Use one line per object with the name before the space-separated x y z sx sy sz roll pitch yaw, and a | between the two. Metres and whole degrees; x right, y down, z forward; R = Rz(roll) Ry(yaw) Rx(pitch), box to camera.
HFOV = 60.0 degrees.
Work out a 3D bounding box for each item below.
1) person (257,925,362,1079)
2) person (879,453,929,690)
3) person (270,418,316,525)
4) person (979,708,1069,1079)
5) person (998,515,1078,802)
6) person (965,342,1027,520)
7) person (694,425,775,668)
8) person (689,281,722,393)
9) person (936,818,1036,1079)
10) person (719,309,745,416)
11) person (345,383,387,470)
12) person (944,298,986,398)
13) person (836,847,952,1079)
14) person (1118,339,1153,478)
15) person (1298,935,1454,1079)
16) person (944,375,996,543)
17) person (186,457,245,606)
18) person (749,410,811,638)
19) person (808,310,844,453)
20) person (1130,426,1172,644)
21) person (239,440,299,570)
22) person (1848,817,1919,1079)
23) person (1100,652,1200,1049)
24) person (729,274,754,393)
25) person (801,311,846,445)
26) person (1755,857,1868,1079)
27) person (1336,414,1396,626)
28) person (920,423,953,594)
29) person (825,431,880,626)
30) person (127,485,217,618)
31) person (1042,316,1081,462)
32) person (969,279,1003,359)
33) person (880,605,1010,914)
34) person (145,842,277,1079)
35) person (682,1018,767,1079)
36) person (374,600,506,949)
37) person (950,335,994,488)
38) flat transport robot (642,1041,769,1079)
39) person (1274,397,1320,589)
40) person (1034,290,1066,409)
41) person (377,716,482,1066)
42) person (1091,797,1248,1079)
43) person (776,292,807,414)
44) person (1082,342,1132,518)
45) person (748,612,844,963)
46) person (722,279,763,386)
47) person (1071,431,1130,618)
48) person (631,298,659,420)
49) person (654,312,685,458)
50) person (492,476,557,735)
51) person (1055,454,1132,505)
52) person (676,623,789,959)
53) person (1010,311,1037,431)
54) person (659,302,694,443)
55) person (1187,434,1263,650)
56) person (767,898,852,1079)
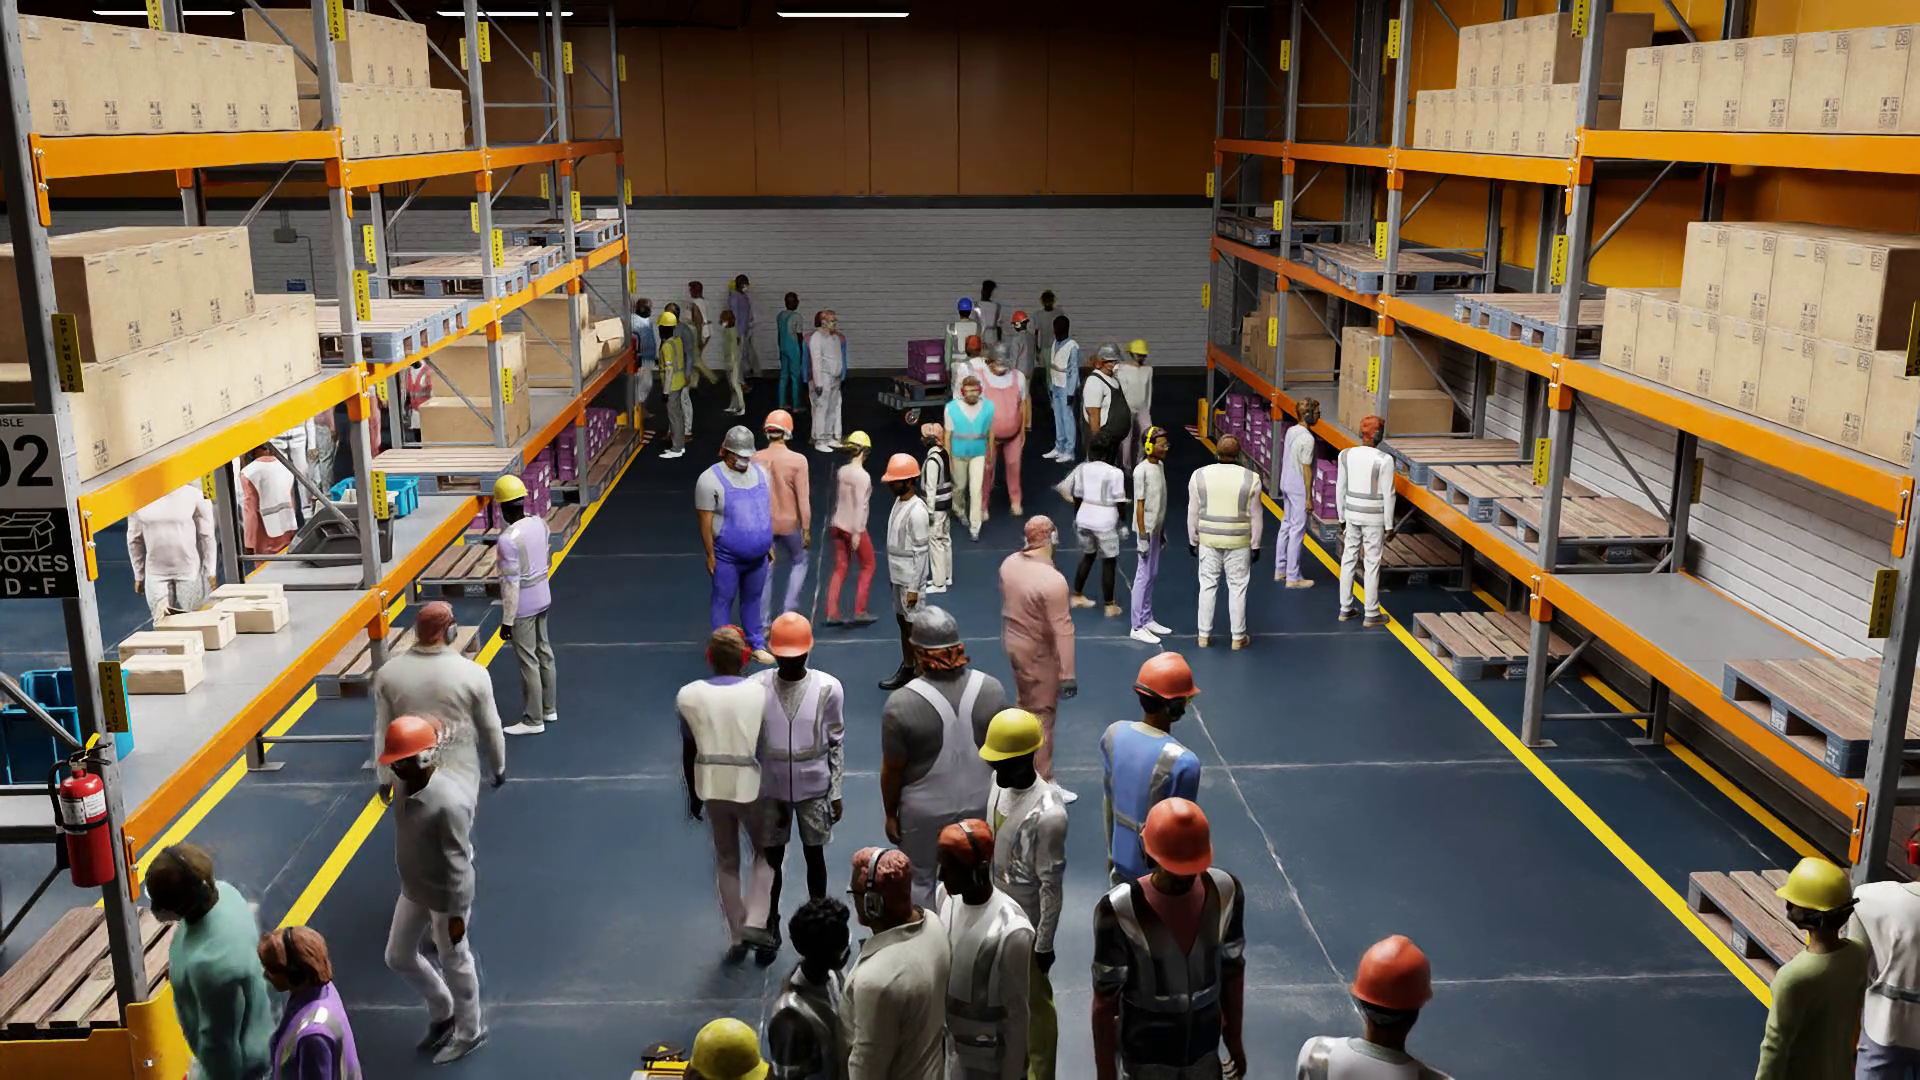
person | -2.326 2.158 6.068 0.319 1.631 0.524 -6 16 -23
person | -0.425 0.280 12.827 0.356 1.938 0.544 -5 15 -20
person | -7.317 -1.025 18.086 0.572 1.877 0.362 -7 16 -24
person | 0.263 1.659 7.459 0.394 1.918 0.585 -6 16 -24
person | 0.532 0.777 10.980 0.392 1.891 0.786 -7 16 -27
person | 0.416 -1.238 18.577 0.722 2.000 0.537 -3 15 -13
person | -1.762 0.059 13.487 0.676 2.000 0.536 -13 19 -41
person | -4.253 -3.293 27.096 0.806 1.812 0.620 3 15 11
person | 0.061 1.949 6.401 0.374 1.879 0.586 -9 17 -31
person | -3.481 -2.691 25.142 0.319 1.613 0.611 -6 15 -21
person | -7.572 -1.869 21.176 0.621 1.986 0.409 4 15 14
person | 0.070 -2.438 23.472 0.605 1.948 0.405 -2 14 -9
person | -0.260 2.021 6.090 0.401 1.894 0.653 4 15 17
person | 2.178 -1.620 20.669 0.531 1.753 0.433 -7 16 -25
person | 1.336 2.185 5.367 0.544 1.930 0.388 9 17 33
person | 0.093 -0.930 17.904 0.564 1.785 0.952 -2 14 -7
person | -6.429 -0.096 14.368 0.402 1.908 0.598 9 17 30
person | -1.563 -0.136 14.420 0.665 1.952 0.592 6 15 21
person | -1.772 -2.147 22.421 0.403 1.904 0.651 6 15 21
person | 1.652 -0.058 14.287 0.328 1.872 0.513 7 16 25
person | -5.853 -0.047 14.179 0.386 1.906 0.601 4 15 16
person | 3.716 1.948 6.481 0.563 1.838 0.388 7 16 25
person | 0.920 1.510 7.817 0.408 2.035 0.610 -10 17 -34
person | -3.586 -3.373 27.174 0.359 1.932 0.632 2 14 8
person | -1.869 -2.220 22.860 0.624 1.835 0.431 -4 15 -15
person | 3.172 2.036 6.288 0.525 1.760 0.340 -9 17 -31
person | 3.593 -0.176 14.717 0.356 1.887 0.572 -14 20 -43
person | -0.223 -0.302 15.729 0.314 1.632 0.522 3 15 12
person | -0.971 -0.088 14.681 0.590 1.725 0.540 -10 18 -35
person | -6.102 0.254 12.926 0.627 1.940 0.375 -3 15 -12
person | 1.358 -1.977 21.754 0.392 1.904 0.588 -7 16 -25
person | 0.407 -3.148 26.302 0.621 1.931 0.686 -6 15 -21
person | -0.106 1.311 8.572 0.686 2.000 0.538 -6 15 -22
person | -2.707 1.968 6.272 0.594 1.897 0.678 -6 16 -23
person | -0.724 2.303 5.286 0.320 1.737 0.485 13 19 40
person | -2.846 1.235 9.254 0.659 1.844 1.001 1 14 4
person | 0.111 -1.585 20.327 0.578 1.838 0.944 -14 20 -43
flat transport robot | -1.170 2.595 7.060 0.652 0.197 1.431 1 14 3
person | 3.247 -0.453 15.916 0.352 1.837 0.502 -3 15 -12
person | 1.424 -2.960 25.737 0.577 1.839 0.529 -1 14 -4
person | -2.501 1.650 7.835 0.599 1.734 0.388 11 18 38
person | 0.800 1.904 6.270 0.618 2.029 0.409 -5 15 -18
person | -2.573 -2.848 25.318 0.503 1.838 0.338 11 18 36
person | 1.626 -1.189 18.385 0.535 2.000 0.681 5 15 20
person | -0.880 1.307 8.795 0.542 1.938 0.358 0 14 -2
person | -3.692 -3.485 27.907 0.836 1.776 0.682 -5 15 -18
person | 1.258 -0.146 15.003 0.347 1.684 0.571 -13 19 -41
person | -4.715 -2.685 24.703 0.438 1.815 0.641 2 14 9
person | -3.823 -2.048 21.979 0.364 1.930 0.588 1 14 3
person | -3.181 0.475 12.095 0.382 1.920 0.585 4 15 14
person | 1.553 -1.283 19.215 0.827 1.820 0.500 3 15 11
person | -1.197 1.350 8.846 0.602 1.817 0.440 2 14 6
person | 0.863 -2.396 23.734 0.355 1.737 0.575 9 17 32
person | -3.933 -2.317 23.018 0.629 1.940 0.372 11 18 37
person | 2.241 0.015 14.058 0.637 1.840 0.429 5 15 17
person | -0.547 2.103 6.172 0.334 1.686 0.535 4 15 15
